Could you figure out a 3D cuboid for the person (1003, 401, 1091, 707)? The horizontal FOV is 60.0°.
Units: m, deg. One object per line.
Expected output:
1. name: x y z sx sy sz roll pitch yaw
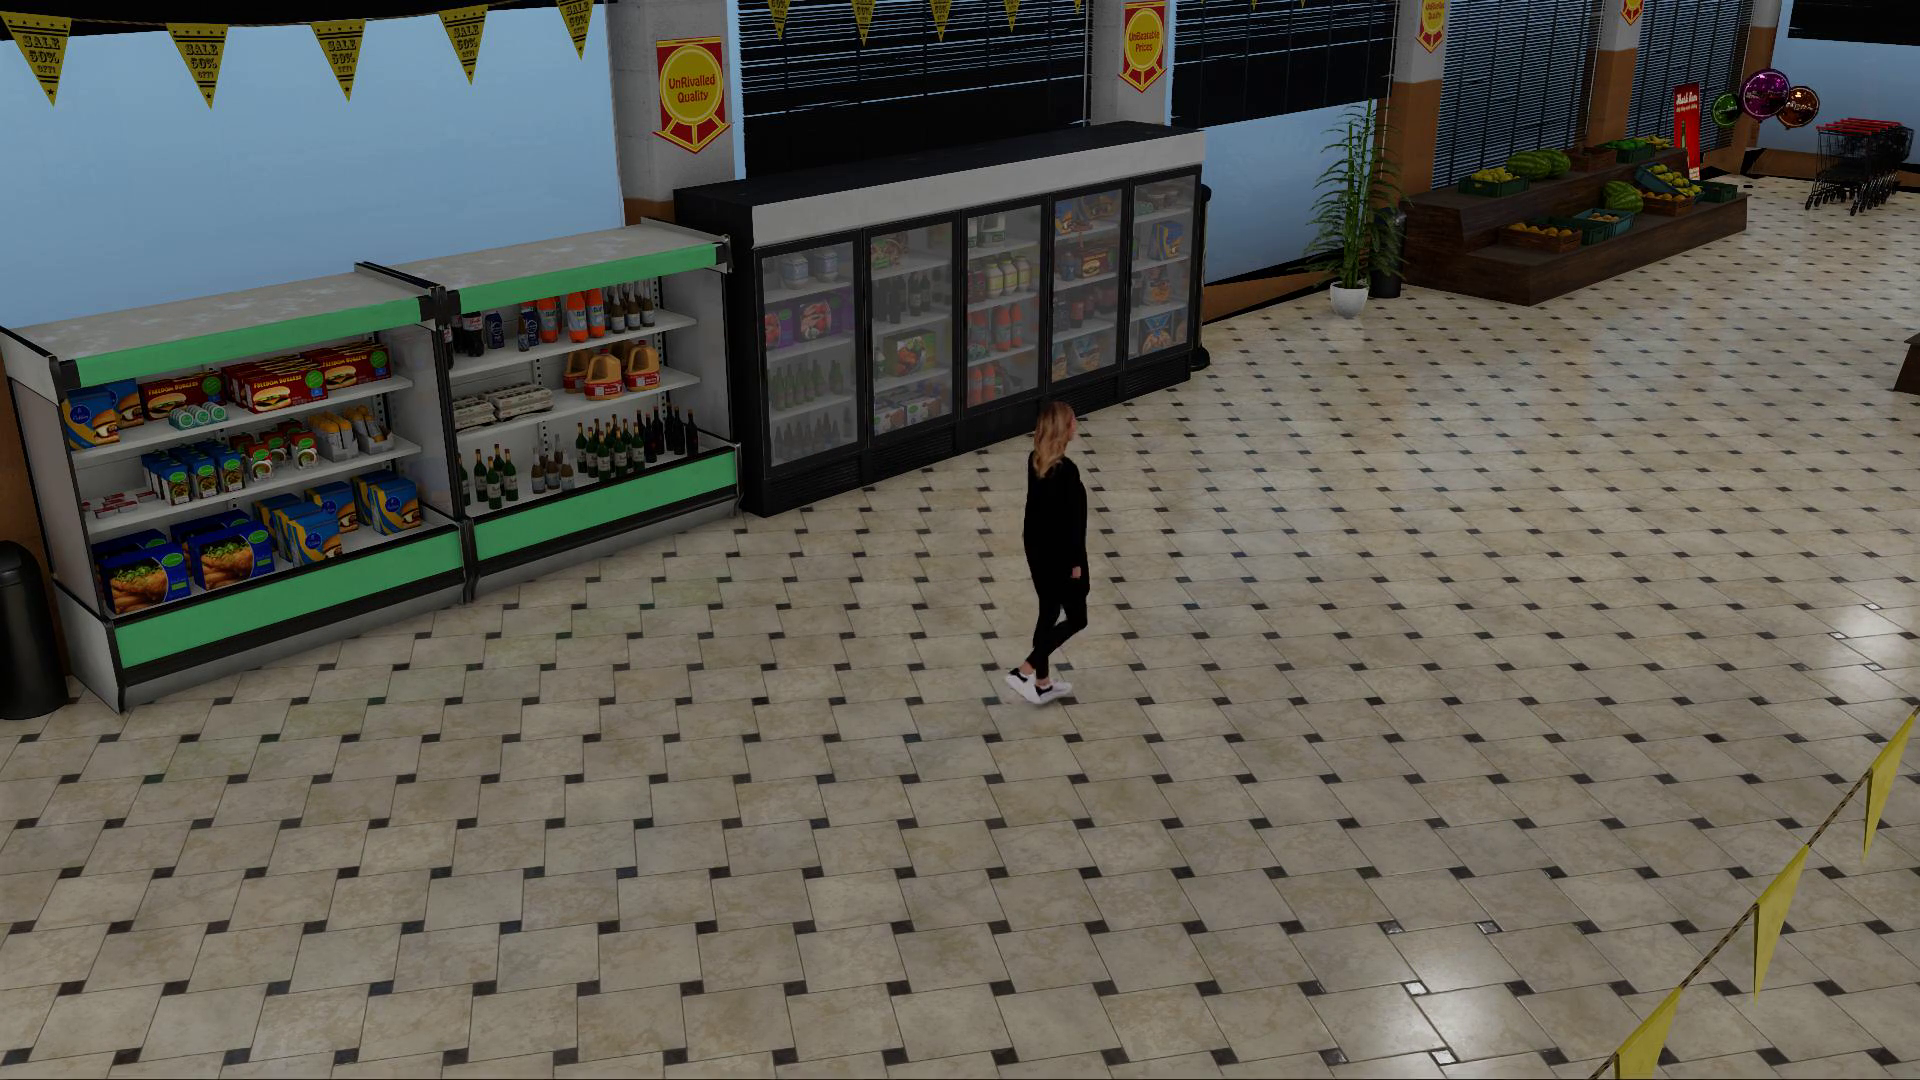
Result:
1. person: 0.442 0.134 9.147 0.825 1.784 0.708 -13 25 -29
